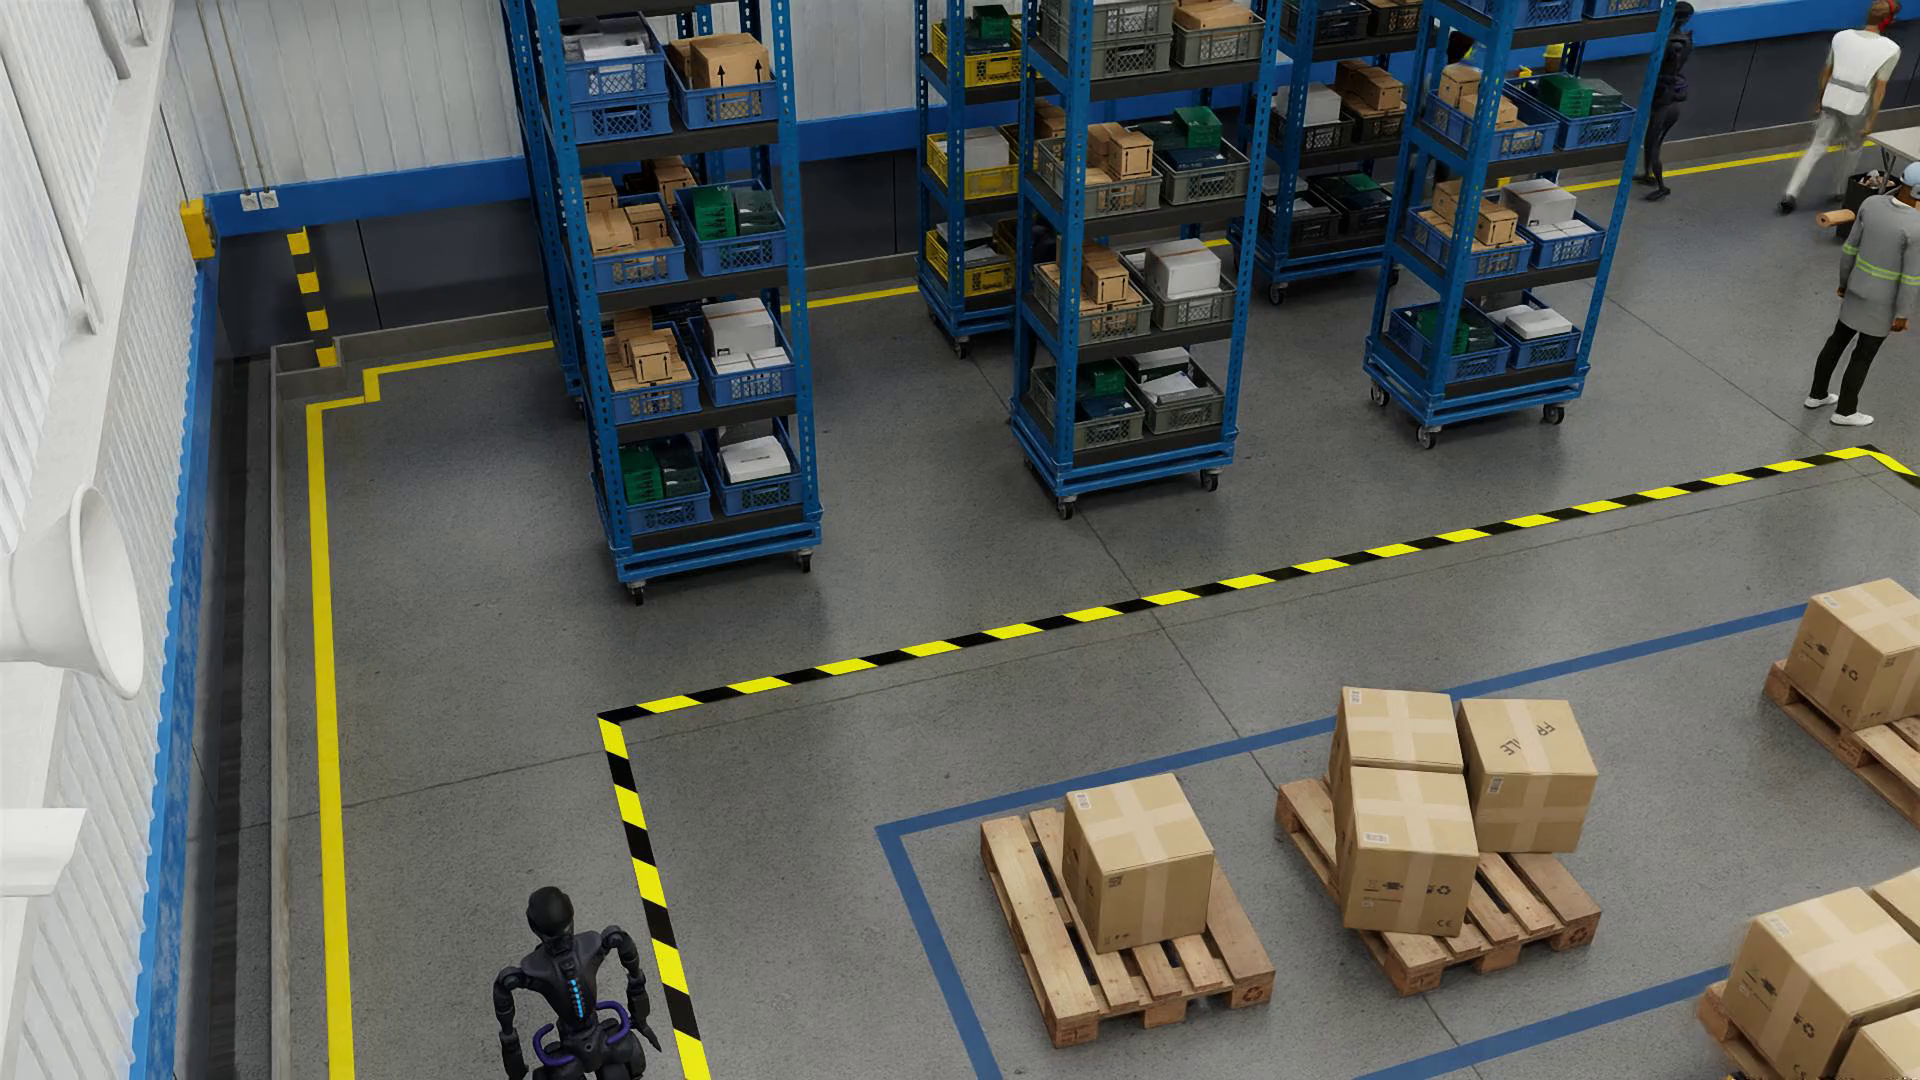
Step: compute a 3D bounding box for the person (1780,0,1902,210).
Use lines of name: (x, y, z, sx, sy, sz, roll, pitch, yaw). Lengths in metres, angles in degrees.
person: (7.391, -3.615, 13.864, 0.917, 1.798, 0.585, -25, 42, -31)

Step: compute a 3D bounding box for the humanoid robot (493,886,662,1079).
humanoid robot: (-1.397, 1.898, 6.132, 0.599, 1.654, 0.315, -18, 39, -24)

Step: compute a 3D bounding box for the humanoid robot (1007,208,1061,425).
humanoid robot: (0.575, -1.530, 11.011, 0.535, 1.642, 0.589, -24, 42, -30)

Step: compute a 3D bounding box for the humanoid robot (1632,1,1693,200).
humanoid robot: (6.023, -3.752, 14.147, 0.386, 1.636, 0.590, 6, 36, 9)

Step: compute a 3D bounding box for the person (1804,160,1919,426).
person: (6.069, -1.633, 10.998, 0.387, 1.849, 0.596, -11, 37, -15)

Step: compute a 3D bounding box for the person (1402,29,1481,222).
person: (3.795, -3.122, 13.131, 0.538, 1.834, 0.823, -10, 36, -13)

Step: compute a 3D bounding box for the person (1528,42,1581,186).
person: (4.653, -3.150, 13.247, 0.306, 1.736, 0.484, 26, 43, 32)
